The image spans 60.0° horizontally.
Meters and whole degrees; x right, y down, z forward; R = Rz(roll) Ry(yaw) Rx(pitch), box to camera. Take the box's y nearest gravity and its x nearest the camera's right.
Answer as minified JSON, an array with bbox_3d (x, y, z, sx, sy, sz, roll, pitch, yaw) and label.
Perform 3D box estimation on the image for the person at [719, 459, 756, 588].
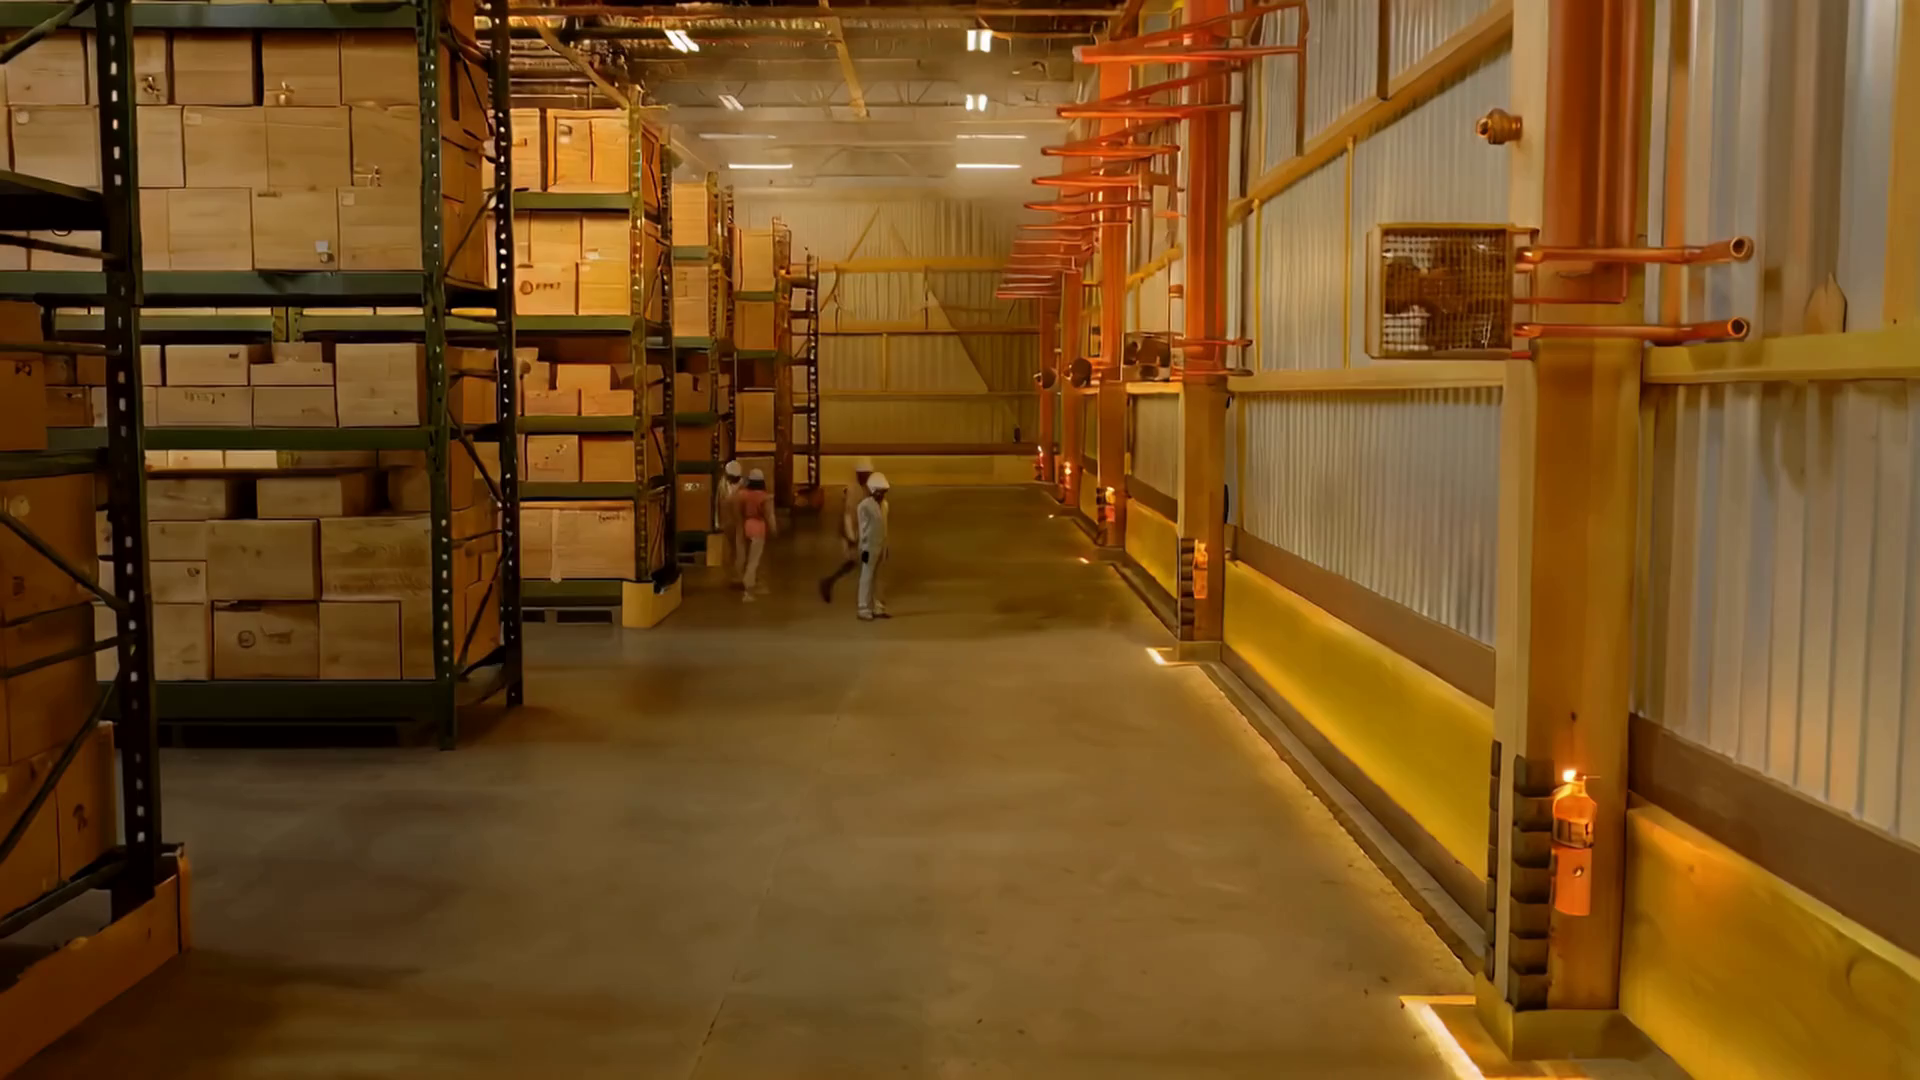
[{"bbox_3d":[-3.057,-0.218,22.823,0.606,1.769,0.868,3,6,29],"label":"person"}]

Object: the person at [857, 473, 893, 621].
[{"bbox_3d":[-0.979,0.078,19.558,0.350,1.743,0.569,3,6,34],"label":"person"}]

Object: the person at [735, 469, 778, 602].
[{"bbox_3d":[-2.610,-0.064,21.485,0.504,1.691,0.925,2,5,24],"label":"person"}]

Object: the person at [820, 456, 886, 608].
[{"bbox_3d":[-1.337,-0.094,20.690,0.854,1.906,0.547,3,6,32],"label":"person"}]

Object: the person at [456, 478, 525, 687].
[{"bbox_3d":[-4.352,0.387,15.082,0.991,1.893,0.633,2,5,25],"label":"person"}]
